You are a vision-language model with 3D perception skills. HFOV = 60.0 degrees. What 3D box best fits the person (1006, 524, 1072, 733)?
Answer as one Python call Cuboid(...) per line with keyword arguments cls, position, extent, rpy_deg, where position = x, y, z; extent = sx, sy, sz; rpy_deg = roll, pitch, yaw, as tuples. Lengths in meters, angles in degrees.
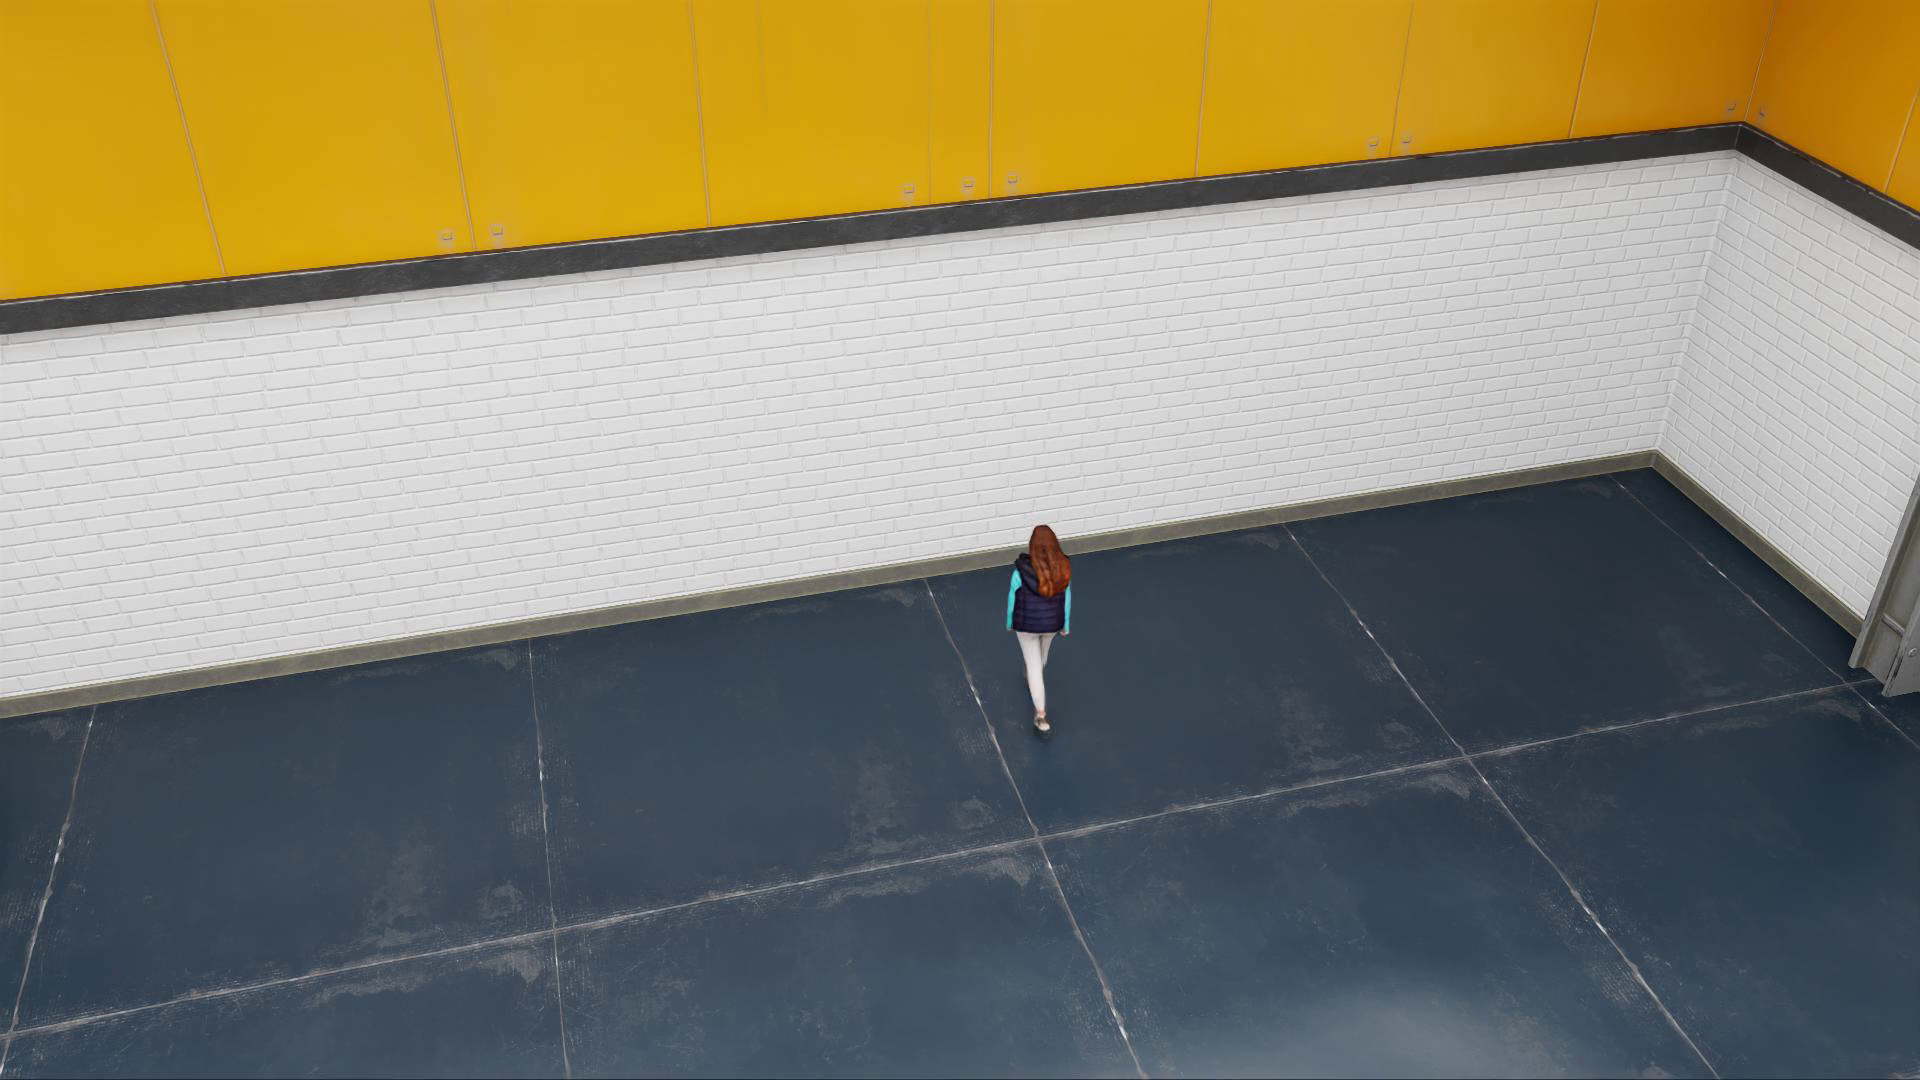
Cuboid(cls="person", position=(0.532, 0.594, 11.094), extent=(0.610, 1.466, 0.966), rpy_deg=(-6, 34, -9))
